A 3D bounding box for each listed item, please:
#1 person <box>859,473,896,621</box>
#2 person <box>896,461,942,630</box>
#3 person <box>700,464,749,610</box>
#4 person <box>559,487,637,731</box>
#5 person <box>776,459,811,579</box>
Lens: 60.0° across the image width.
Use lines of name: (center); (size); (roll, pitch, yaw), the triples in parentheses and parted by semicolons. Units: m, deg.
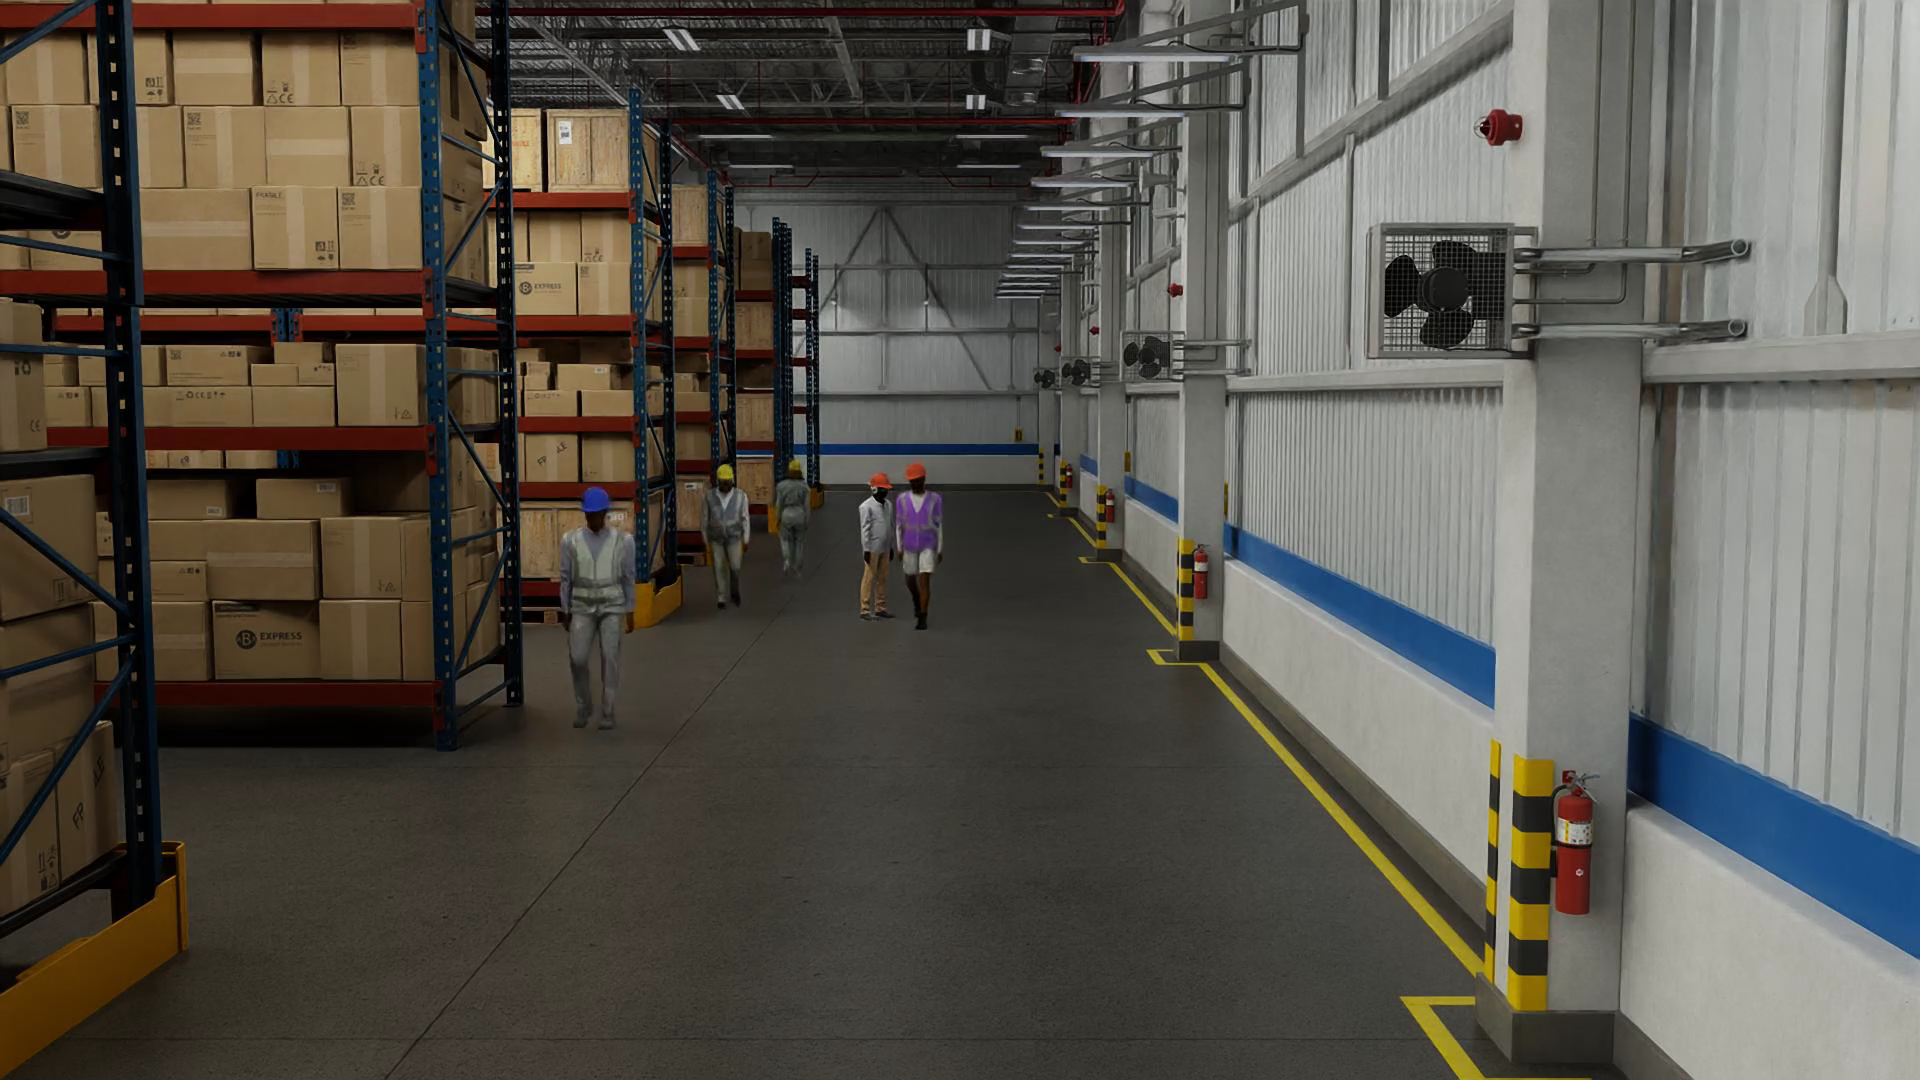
person: (-0.947, 0.078, 19.567); (0.351, 1.742, 0.566); (3, 6, 35)
person: (-0.453, 0.050, 18.920); (0.544, 1.916, 0.653); (1, 5, 8)
person: (-2.896, -0.034, 20.482); (0.600, 1.815, 0.417); (-1, 5, -8)
person: (-2.845, 0.544, 13.075); (0.608, 1.932, 0.448); (-1, 5, -6)
person: (-2.405, -0.301, 24.036); (0.509, 1.727, 0.368); (0, 5, -4)
